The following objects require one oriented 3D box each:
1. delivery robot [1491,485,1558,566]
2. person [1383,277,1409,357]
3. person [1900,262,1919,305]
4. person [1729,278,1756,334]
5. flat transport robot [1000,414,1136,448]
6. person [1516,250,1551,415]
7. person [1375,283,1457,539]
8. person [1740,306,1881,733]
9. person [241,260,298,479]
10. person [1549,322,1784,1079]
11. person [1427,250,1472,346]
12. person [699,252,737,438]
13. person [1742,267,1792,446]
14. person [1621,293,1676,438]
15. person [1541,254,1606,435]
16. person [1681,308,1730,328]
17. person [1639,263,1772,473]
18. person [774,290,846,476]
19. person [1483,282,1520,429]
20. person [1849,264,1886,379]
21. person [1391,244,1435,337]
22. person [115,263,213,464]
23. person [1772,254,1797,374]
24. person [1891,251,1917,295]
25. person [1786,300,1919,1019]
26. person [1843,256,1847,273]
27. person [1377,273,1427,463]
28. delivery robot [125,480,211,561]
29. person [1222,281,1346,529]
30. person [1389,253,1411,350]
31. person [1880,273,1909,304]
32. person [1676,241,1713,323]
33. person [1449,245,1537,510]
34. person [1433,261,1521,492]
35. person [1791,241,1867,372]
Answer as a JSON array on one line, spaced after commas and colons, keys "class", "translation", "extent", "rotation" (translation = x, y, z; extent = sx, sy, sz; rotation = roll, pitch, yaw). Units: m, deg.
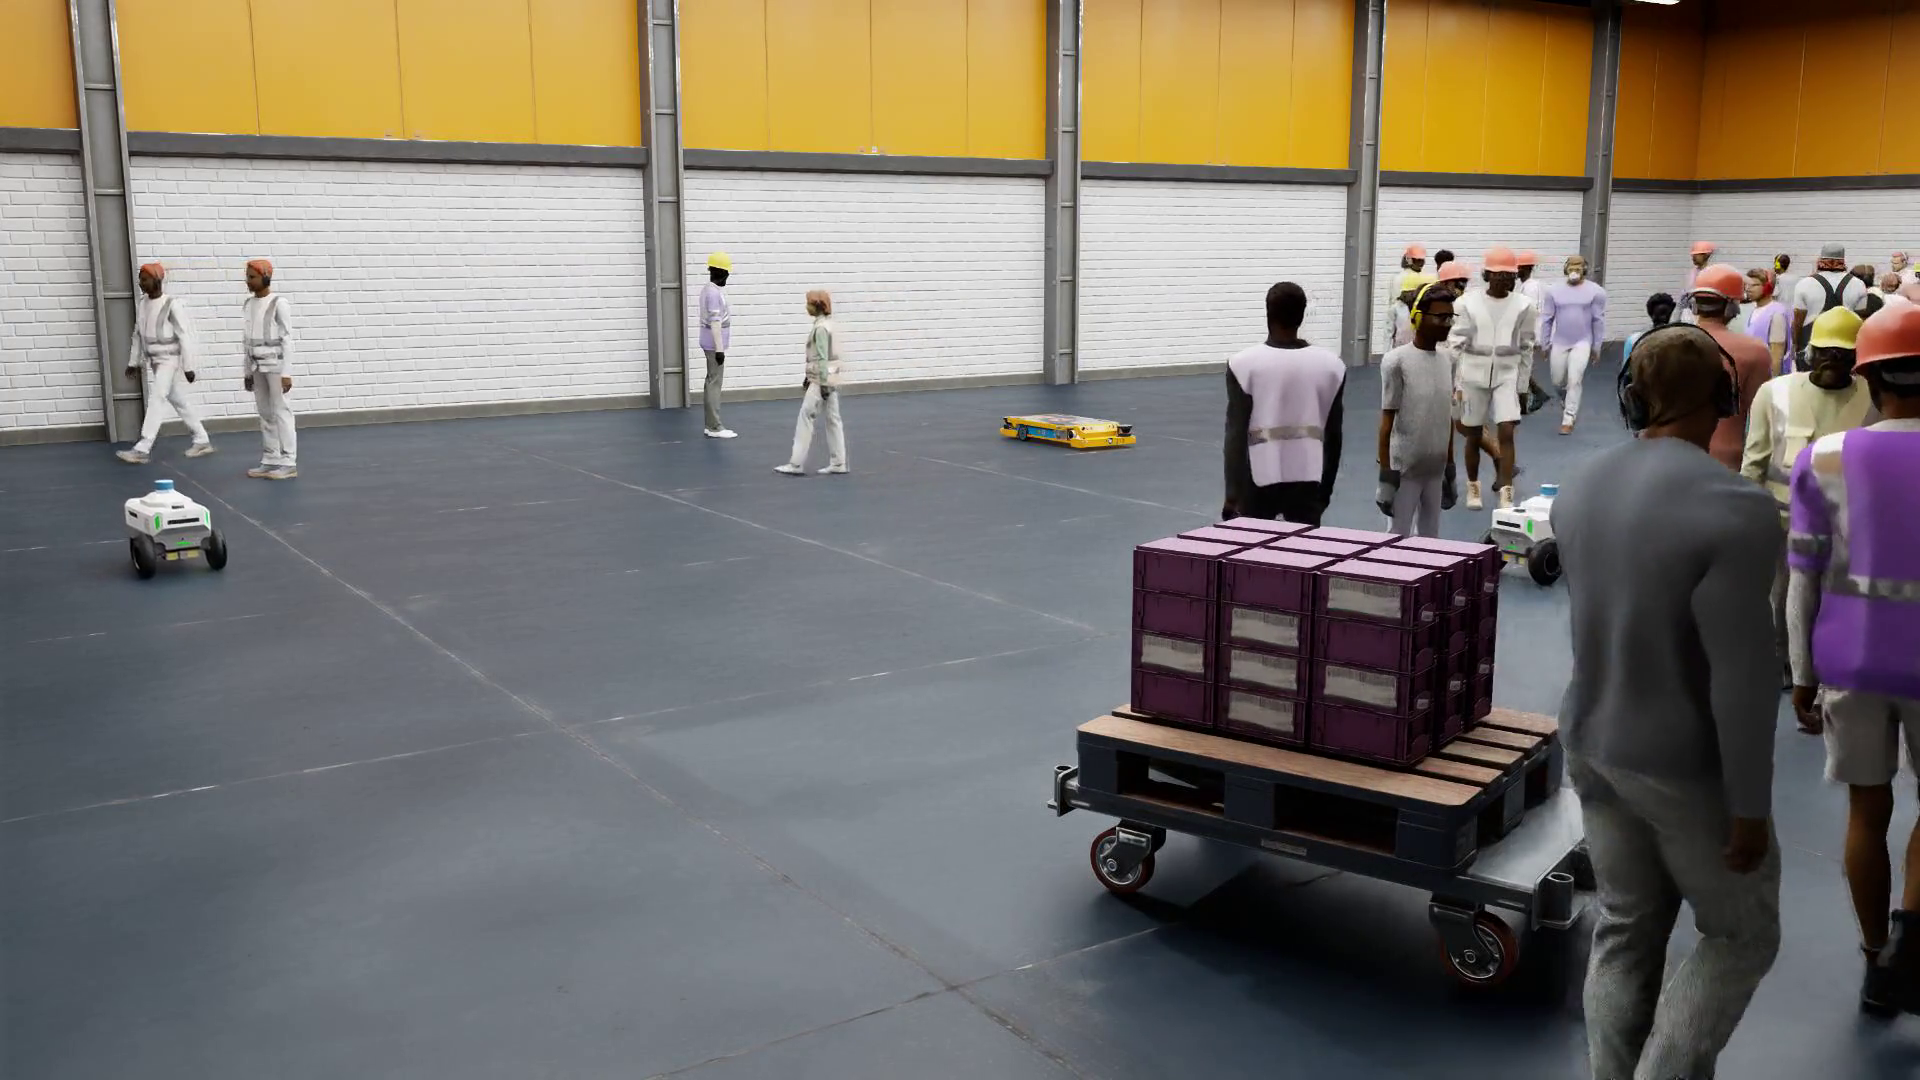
[{"class": "delivery robot", "translation": [3.612, -0.097, 10.224], "extent": [0.707, 0.478, 0.477], "rotation": [-6, 12, -30]}, {"class": "person", "translation": [4.727, -1.955, 17.542], "extent": [0.513, 1.692, 0.902], "rotation": [3, 11, 17]}, {"class": "person", "translation": [12.940, -2.888, 22.459], "extent": [0.523, 1.769, 0.313], "rotation": [4, 11, 21]}, {"class": "person", "translation": [9.062, -2.214, 19.185], "extent": [0.546, 1.604, 0.674], "rotation": [7, 13, 35]}, {"class": "flat transport robot", "translation": [1.077, -1.120, 16.864], "extent": [0.652, 0.197, 1.431], "rotation": [-7, 12, -33]}, {"class": "person", "translation": [6.572, -2.401, 19.357], "extent": [0.483, 1.924, 0.559], "rotation": [2, 11, 13]}, {"class": "person", "translation": [2.225, -0.312, 8.090], "extent": [0.512, 1.857, 0.312], "rotation": [-7, 12, -33]}, {"class": "person", "translation": [3.729, -0.129, 7.286], "extent": [0.585, 1.794, 0.928], "rotation": [5, 12, 26]}, {"class": "person", "translation": [-5.971, -1.464, 14.348], "extent": [0.613, 1.876, 0.359], "rotation": [7, 12, 32]}, {"class": "person", "translation": [1.539, 0.482, 3.641], "extent": [0.450, 1.893, 0.666], "rotation": [-4, 11, -19]}, {"class": "person", "translation": [5.430, -2.277, 18.706], "extent": [0.611, 1.910, 0.943], "rotation": [3, 11, 18]}, {"class": "person", "translation": [-2.519, -2.021, 17.290], "extent": [0.382, 1.917, 0.585], "rotation": [-2, 11, -13]}, {"class": "person", "translation": [6.425, -1.264, 13.362], "extent": [0.436, 1.832, 0.598], "rotation": [1, 10, 4]}, {"class": "person", "translation": [5.388, -1.082, 12.861], "extent": [0.530, 1.652, 0.870], "rotation": [1, 10, 4]}, {"class": "person", "translation": [6.517, -2.083, 17.693], "extent": [0.636, 1.911, 0.737], "rotation": [6, 12, 29]}, {"class": "person", "translation": [8.020, -1.977, 17.969], "extent": [0.512, 1.582, 0.892], "rotation": [4, 11, 19]}, {"class": "person", "translation": [3.694, -0.399, 8.344], "extent": [0.973, 1.959, 0.625], "rotation": [-9, 13, -40]}, {"class": "person", "translation": [-1.317, -1.362, 14.520], "extent": [0.682, 1.617, 0.522], "rotation": [1, 10, 5]}, {"class": "person", "translation": [5.888, -2.037, 18.116], "extent": [0.540, 1.649, 0.854], "rotation": [6, 12, 31]}, {"class": "person", "translation": [9.668, -2.038, 17.740], "extent": [0.916, 1.806, 0.617], "rotation": [3, 11, 14]}, {"class": "person", "translation": [5.807, -2.772, 21.225], "extent": [0.659, 1.976, 0.562], "rotation": [-3, 11, -14]}, {"class": "person", "translation": [-7.433, -1.641, 15.466], "extent": [0.575, 1.832, 1.005], "rotation": [7, 12, 33]}, {"class": "person", "translation": [11.898, -3.241, 24.247], "extent": [0.573, 1.815, 0.962], "rotation": [-5, 11, -23]}, {"class": "person", "translation": [13.118, -3.094, 23.272], "extent": [0.442, 1.880, 0.716], "rotation": [5, 11, 26]}, {"class": "person", "translation": [2.463, 0.333, 4.391], "extent": [0.572, 1.909, 0.511], "rotation": [7, 12, 33]}, {"class": "person", "translation": [9.369, -2.107, 17.873], "extent": [0.852, 1.870, 0.675], "rotation": [0, 10, 2]}, {"class": "person", "translation": [4.053, -1.546, 15.164], "extent": [0.722, 1.741, 0.543], "rotation": [-1, 10, -8]}, {"class": "delivery robot", "translation": [-4.968, -0.134, 10.423], "extent": [0.477, 0.478, 0.707], "rotation": [-9, 13, -39]}, {"class": "person", "translation": [1.499, -0.279, 7.888], "extent": [0.622, 1.858, 0.995], "rotation": [-2, 10, -8]}, {"class": "person", "translation": [6.687, -3.380, 24.939], "extent": [0.510, 1.844, 0.337], "rotation": [5, 12, 26]}, {"class": "person", "translation": [11.377, -2.456, 20.454], "extent": [0.375, 1.625, 0.546], "rotation": [-8, 13, -36]}, {"class": "person", "translation": [10.161, -3.130, 23.101], "extent": [0.839, 2.011, 0.630], "rotation": [-2, 11, -12]}, {"class": "person", "translation": [3.955, -1.169, 12.392], "extent": [0.636, 2.005, 0.936], "rotation": [2, 11, 12]}, {"class": "person", "translation": [4.109, -1.312, 13.496], "extent": [0.919, 1.896, 0.551], "rotation": [2, 11, 12]}, {"class": "person", "translation": [8.877, -2.049, 17.103], "extent": [0.687, 2.000, 0.538], "rotation": [2, 11, 12]}]
